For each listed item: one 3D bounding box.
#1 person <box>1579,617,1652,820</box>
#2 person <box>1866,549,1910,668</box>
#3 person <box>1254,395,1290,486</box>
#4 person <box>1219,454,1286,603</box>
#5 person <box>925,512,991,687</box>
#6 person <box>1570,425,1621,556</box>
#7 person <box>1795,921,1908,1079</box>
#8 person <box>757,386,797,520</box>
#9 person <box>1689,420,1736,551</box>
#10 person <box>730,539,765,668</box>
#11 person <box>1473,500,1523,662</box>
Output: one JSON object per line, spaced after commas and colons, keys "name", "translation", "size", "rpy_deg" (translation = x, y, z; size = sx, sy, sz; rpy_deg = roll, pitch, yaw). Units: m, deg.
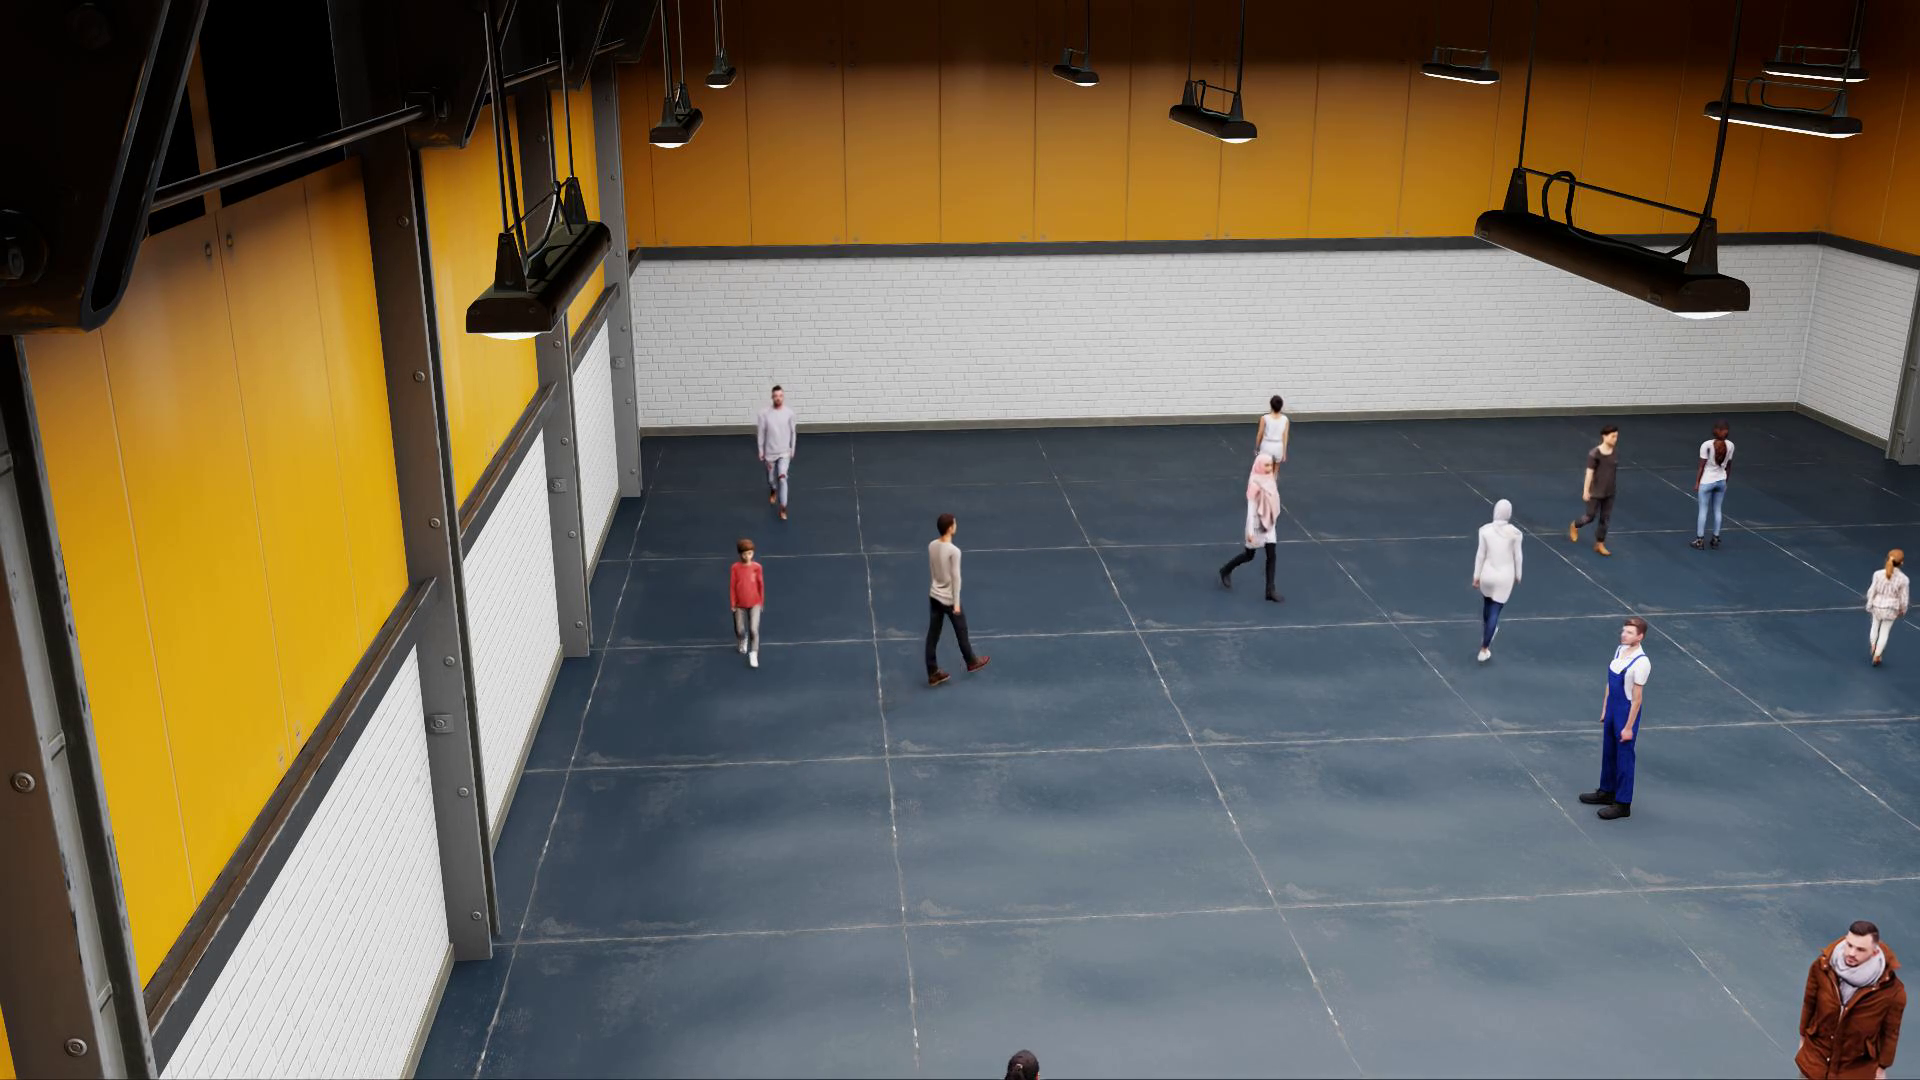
{"name": "person", "translation": [5.837, 1.540, 14.642], "size": [0.681, 1.847, 0.498], "rpy_deg": [-2, 19, -7]}
{"name": "person", "translation": [9.937, 0.742, 17.881], "size": [0.790, 1.292, 0.846], "rpy_deg": [15, 24, 38]}
{"name": "person", "translation": [4.360, -1.198, 23.211], "size": [0.594, 1.568, 1.063], "rpy_deg": [-1, 19, -3]}
{"name": "person", "translation": [3.489, -0.158, 19.799], "size": [1.111, 1.775, 1.219], "rpy_deg": [-18, 25, -42]}
{"name": "person", "translation": [-0.215, 0.645, 17.313], "size": [1.090, 1.839, 1.120], "rpy_deg": [18, 25, 42]}
{"name": "person", "translation": [8.220, -0.679, 21.461], "size": [0.742, 1.701, 0.976], "rpy_deg": [-6, 19, -17]}
{"name": "person", "translation": [5.315, 3.103, 10.020], "size": [0.835, 1.836, 0.898], "rpy_deg": [16, 24, 39]}
{"name": "person", "translation": [-2.537, -1.239, 22.939], "size": [0.683, 1.819, 1.052], "rpy_deg": [-2, 19, -6]}
{"name": "person", "translation": [9.767, -0.726, 21.571], "size": [0.581, 1.719, 0.519], "rpy_deg": [-1, 19, -3]}
{"name": "person", "translation": [-2.305, 0.649, 17.976], "size": [0.519, 1.408, 0.688], "rpy_deg": [-2, 19, -7]}
{"name": "person", "translation": [5.786, 0.474, 17.991], "size": [1.050, 1.730, 1.176], "rpy_deg": [12, 22, 32]}
